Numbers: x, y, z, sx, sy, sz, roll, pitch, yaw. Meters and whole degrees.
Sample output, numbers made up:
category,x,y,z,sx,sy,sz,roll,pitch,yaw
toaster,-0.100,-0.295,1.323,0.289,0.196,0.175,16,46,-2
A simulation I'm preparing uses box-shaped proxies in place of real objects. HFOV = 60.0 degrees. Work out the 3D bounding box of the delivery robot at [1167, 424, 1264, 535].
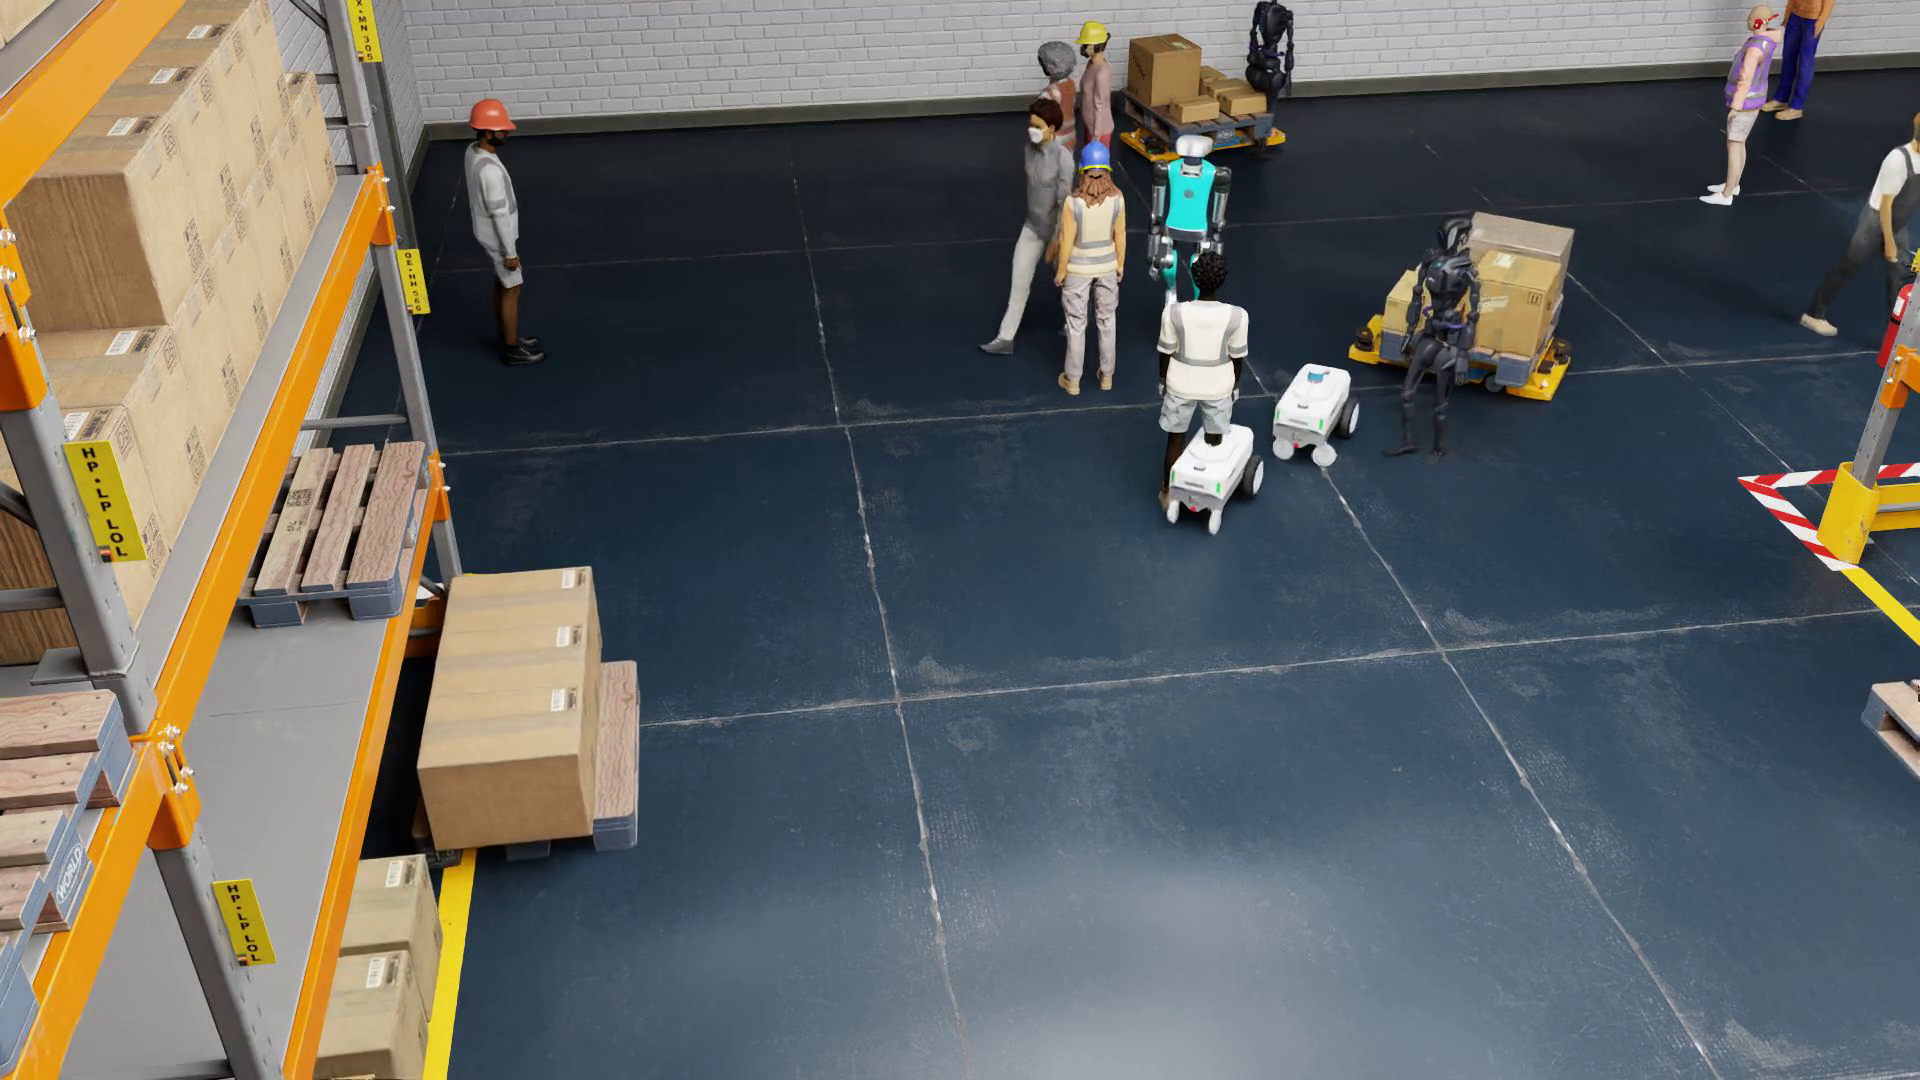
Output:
category,x,y,z,sx,sy,sz,roll,pitch,yaw
delivery robot,1.547,-0.432,10.246,0.499,0.587,0.777,15,36,21

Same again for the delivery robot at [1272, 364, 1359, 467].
category,x,y,z,sx,sy,sz,roll,pitch,yaw
delivery robot,2.326,-0.860,10.917,0.521,0.604,0.775,15,36,21

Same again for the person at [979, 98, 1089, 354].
category,x,y,z,sx,sy,sz,roll,pitch,yaw
person,0.590,-2.217,11.816,0.527,1.844,0.997,28,42,36

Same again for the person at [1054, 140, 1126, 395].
category,x,y,z,sx,sy,sz,roll,pitch,yaw
person,0.879,-1.837,11.285,0.484,1.777,0.313,-8,34,-12

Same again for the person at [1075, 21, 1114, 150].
category,x,y,z,sx,sy,sz,roll,pitch,yaw
person,1.086,-3.377,13.666,0.341,1.756,0.516,-4,33,-6

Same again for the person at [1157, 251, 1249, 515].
category,x,y,z,sx,sy,sz,roll,pitch,yaw
person,1.429,-0.915,9.950,0.533,1.693,0.320,4,33,6

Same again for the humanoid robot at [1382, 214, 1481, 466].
category,x,y,z,sx,sy,sz,roll,pitch,yaw
humanoid robot,2.986,-1.235,10.461,0.480,1.650,0.609,-16,36,-22

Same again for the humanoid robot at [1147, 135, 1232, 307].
category,x,y,z,sx,sy,sz,roll,pitch,yaw
humanoid robot,1.586,-1.990,11.583,0.537,1.822,0.659,8,34,12

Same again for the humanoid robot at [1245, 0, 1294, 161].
category,x,y,z,sx,sy,sz,roll,pitch,yaw
humanoid robot,2.819,-4.319,15.181,0.326,1.651,0.590,-20,38,-28

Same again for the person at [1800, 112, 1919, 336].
category,x,y,z,sx,sy,sz,roll,pitch,yaw
person,6.626,-2.179,11.800,0.512,1.788,0.990,-16,36,-23

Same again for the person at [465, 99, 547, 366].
category,x,y,z,sx,sy,sz,roll,pitch,yaw
person,-3.185,-2.130,11.609,0.385,1.924,0.547,-16,36,-23

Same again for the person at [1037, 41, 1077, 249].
category,x,y,z,sx,sy,sz,roll,pitch,yaw
person,0.775,-3.172,13.433,0.378,1.675,0.453,22,39,30

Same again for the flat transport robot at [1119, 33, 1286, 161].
category,x,y,z,sx,sy,sz,roll,pitch,yaw
flat transport robot,2.301,-3.860,15.768,1.431,0.231,0.659,-12,35,-18

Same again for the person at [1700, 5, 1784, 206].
category,x,y,z,sx,sy,sz,roll,pitch,yaw
person,6.717,-3.730,14.272,0.352,1.684,0.487,19,38,27

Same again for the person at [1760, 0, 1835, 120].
category,x,y,z,sx,sy,sz,roll,pitch,yaw
person,8.191,-5.087,16.097,0.405,1.972,0.519,-10,34,-15

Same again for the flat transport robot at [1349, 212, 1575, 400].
category,x,y,z,sx,sy,sz,roll,pitch,yaw
flat transport robot,3.587,-1.355,11.929,1.431,0.231,0.659,16,36,23
